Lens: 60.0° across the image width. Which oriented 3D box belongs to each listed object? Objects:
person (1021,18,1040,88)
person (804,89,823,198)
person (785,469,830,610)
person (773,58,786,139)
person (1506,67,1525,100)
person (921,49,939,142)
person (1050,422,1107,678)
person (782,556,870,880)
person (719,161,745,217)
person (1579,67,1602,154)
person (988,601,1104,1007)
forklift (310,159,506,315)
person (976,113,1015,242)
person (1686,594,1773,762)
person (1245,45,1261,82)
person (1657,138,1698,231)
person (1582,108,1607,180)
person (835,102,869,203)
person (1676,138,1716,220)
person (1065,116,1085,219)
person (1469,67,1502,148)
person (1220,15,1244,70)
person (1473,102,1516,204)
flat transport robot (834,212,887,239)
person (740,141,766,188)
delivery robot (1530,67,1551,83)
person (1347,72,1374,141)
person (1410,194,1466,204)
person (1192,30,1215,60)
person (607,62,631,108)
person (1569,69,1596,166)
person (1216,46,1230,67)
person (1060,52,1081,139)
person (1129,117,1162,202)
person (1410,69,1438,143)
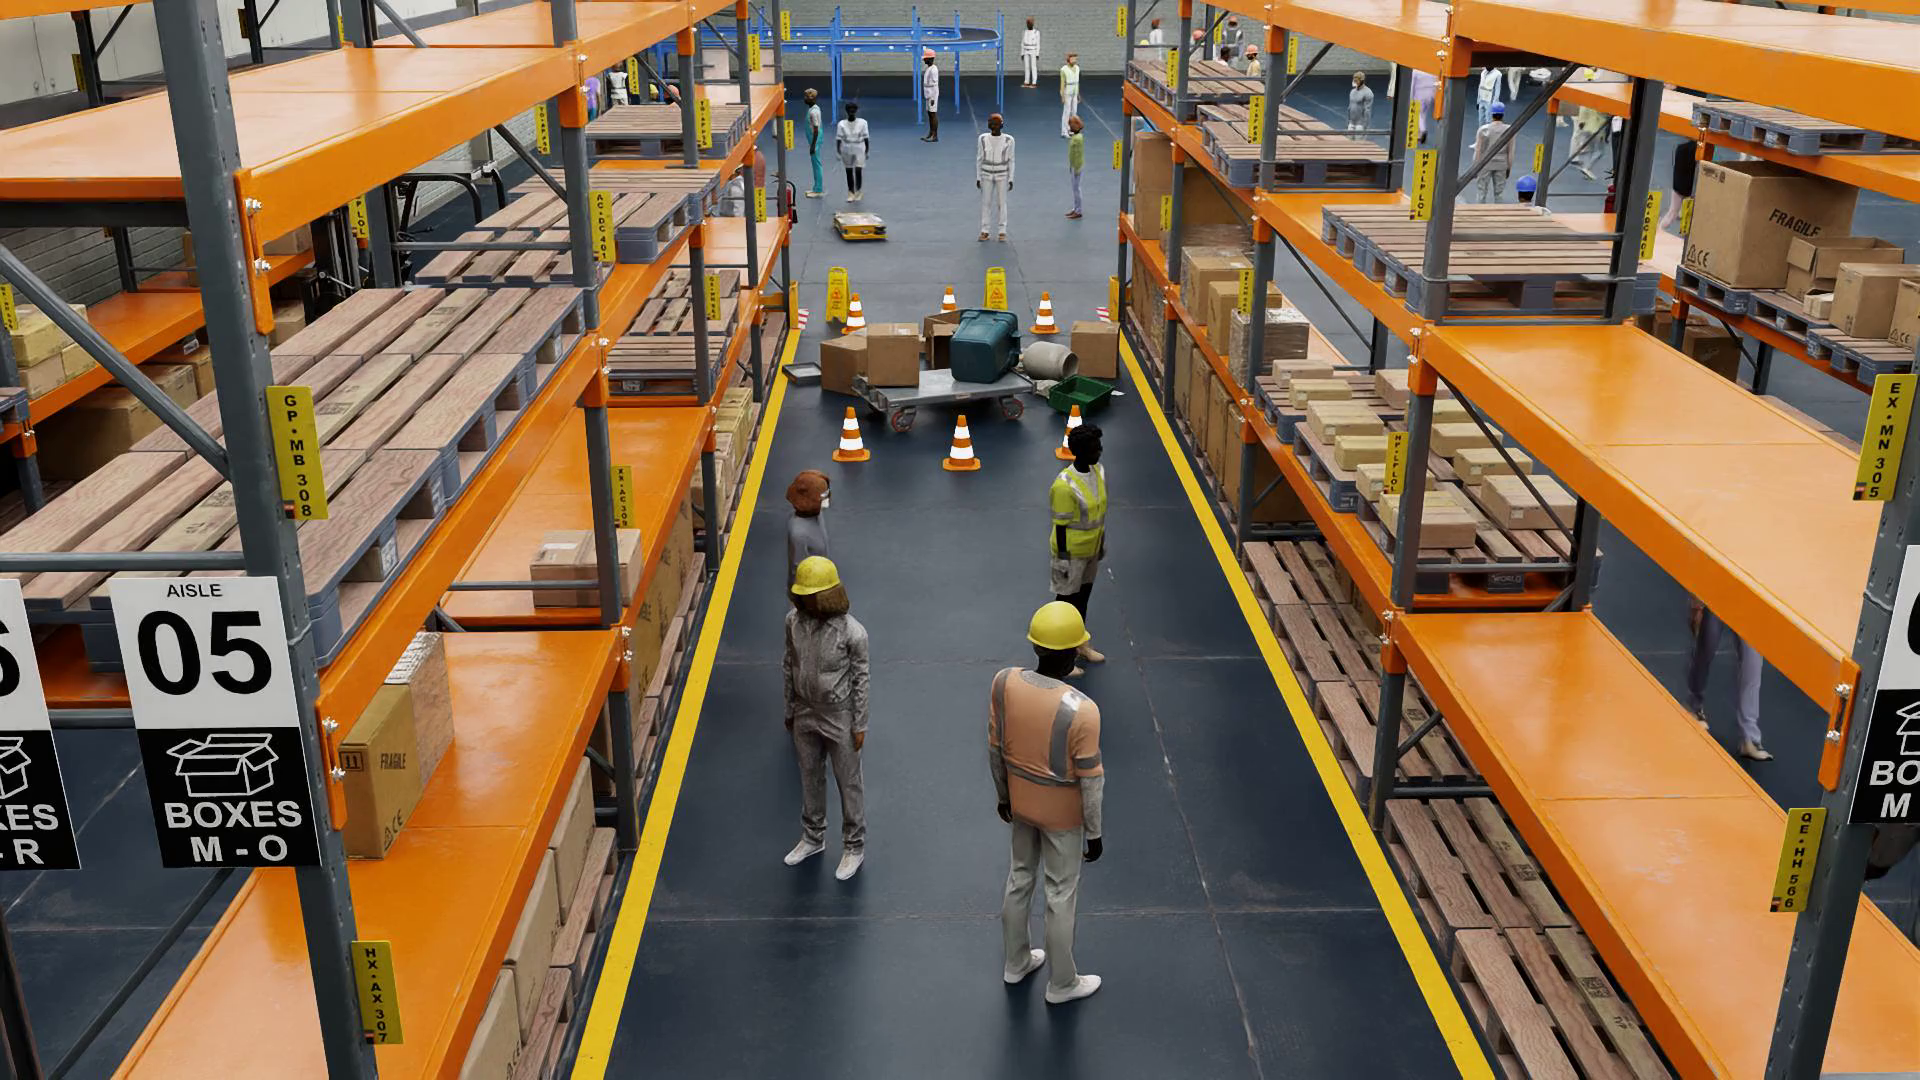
[{"bbox_3d":[1.979,-13.690,46.757,0.581,1.882,0.339,15,25,35],"label":"person"},{"bbox_3d":[-2.532,-6.847,28.723,0.343,1.847,0.506,-2,21,-4],"label":"person"},{"bbox_3d":[-0.901,0.343,10.030,0.282,1.624,0.508,3,21,8],"label":"person"},{"bbox_3d":[-3.930,-9.592,36.004,0.409,1.827,0.613,6,22,16],"label":"person"},{"bbox_3d":[14.556,-12.367,43.483,0.493,1.723,0.578,2,21,6],"label":"person"},{"bbox_3d":[-0.642,-9.546,35.727,0.359,1.939,0.543,-6,21,-14],"label":"person"},{"bbox_3d":[0.762,0.052,10.699,0.320,1.693,0.534,14,25,33],"label":"person"},{"bbox_3d":[-0.690,0.895,8.403,0.492,1.742,0.317,11,23,27],"label":"person"},{"bbox_3d":[-2.865,-4.020,21.267,0.404,1.834,0.591,-1,21,-4],"label":"person"},{"bbox_3d":[12.927,-9.009,34.166,0.680,2.000,0.985,3,21,7],"label":"person"},{"bbox_3d":[0.400,1.171,7.415,0.594,1.925,0.369,17,27,38],"label":"person"},{"bbox_3d":[-5.622,-2.910,17.832,2.313,2.155,1.214,-1,21,-1],"label":"forklift"},{"bbox_3d":[0.524,-5.420,24.901,0.573,1.883,0.354,5,21,12],"label":"person"},{"bbox_3d":[4.527,0.423,9.654,0.550,1.722,0.885,1,21,3],"label":"person"},{"bbox_3d":[6.462,-9.988,36.919,0.383,1.929,0.539,0,21,1],"label":"person"},{"bbox_3d":[10.352,-5.036,23.794,0.970,1.960,0.621,-9,22,-22],"label":"person"},{"bbox_3d":[11.710,-7.508,30.596,0.352,1.756,0.537,-5,21,-14],"label":"person"},{"bbox_3d":[-1.828,-6.544,28.122,0.554,1.683,0.515,4,21,10],"label":"person"},{"bbox_3d":[11.761,-5.905,26.329,0.661,1.800,0.886,-17,26,-37],"label":"person"},{"bbox_3d":[1.863,-6.006,26.812,0.279,1.628,0.505,-1,21,-4],"label":"person"},{"bbox_3d":[10.985,-9.120,34.627,0.385,1.921,0.596,-8,22,-21],"label":"person"},{"bbox_3d":[7.457,-13.338,45.642,0.617,2.025,0.509,6,22,15],"label":"person"},{"bbox_3d":[8.286,-5.814,25.873,0.601,1.938,0.425,2,21,5],"label":"person"},{"bbox_3d":[-1.545,-4.863,25.669,0.652,0.197,1.431,-4,21,-10],"label":"flat transport robot"},{"bbox_3d":[-2.889,-4.698,22.976,0.404,1.899,0.635,-7,22,-19],"label":"person"},{"bbox_3d":[16.492,-13.177,47.120,0.477,0.478,0.707,-8,22,-21],"label":"delivery robot"},{"bbox_3d":[7.375,-7.686,30.831,0.375,1.930,0.636,-8,22,-21],"label":"person"},{"bbox_3d":[5.502,-3.427,19.411,0.712,2.000,0.540,5,21,14],"label":"person"},{"bbox_3d":[5.891,-11.392,40.522,0.664,1.994,0.534,-1,21,-4],"label":"person"},{"bbox_3d":[-7.485,-9.700,36.549,0.514,1.641,0.308,1,21,2],"label":"person"},{"bbox_3d":[12.115,-8.230,32.397,0.403,1.832,0.590,6,22,16],"label":"person"},{"bbox_3d":[5.757,-9.931,36.794,0.403,1.908,0.599,-6,21,-14],"label":"person"},{"bbox_3d":[2.385,-9.691,36.262,0.395,1.831,0.576,18,27,39],"label":"person"},{"bbox_3d":[3.138,-6.686,28.324,0.618,1.836,0.430,-8,22,-20],"label":"person"},{"bbox_3d":[9.932,-9.477,35.648,0.645,1.875,0.825,-4,21,-11],"label":"person"}]
